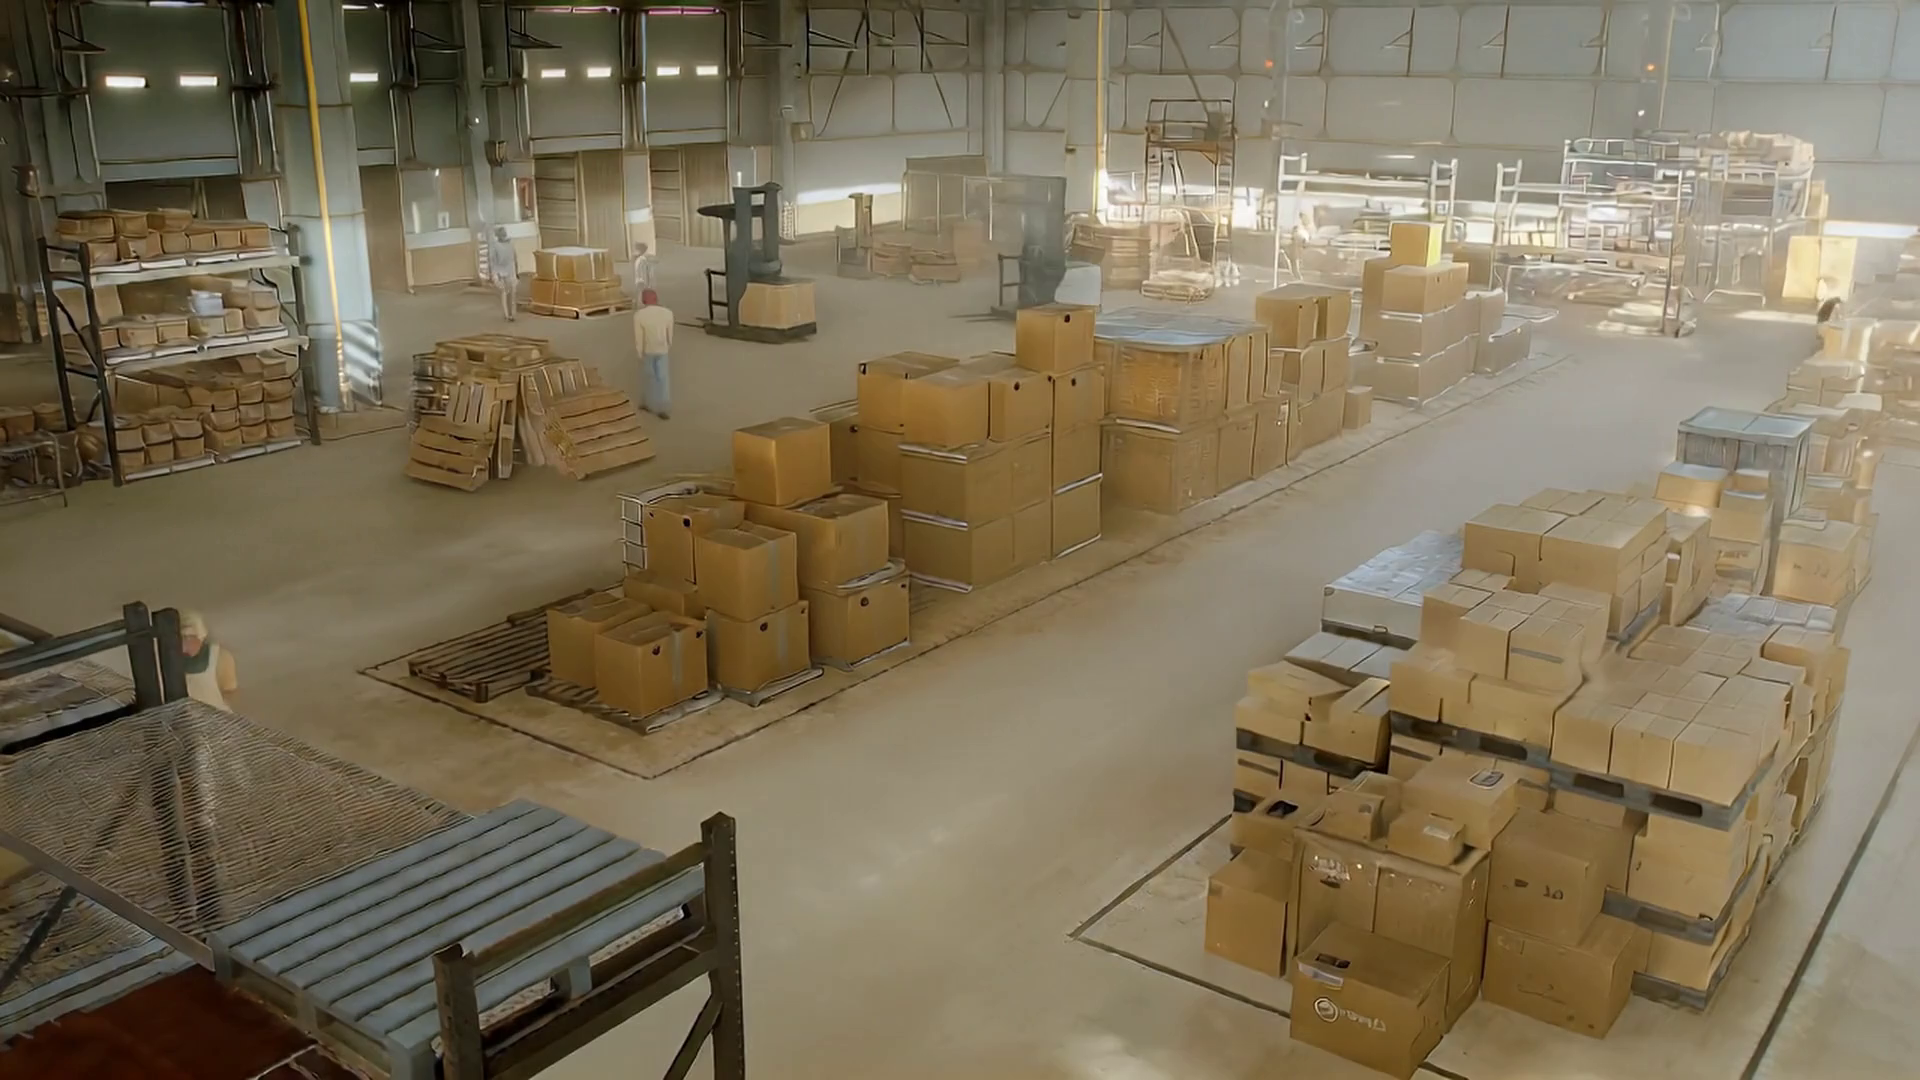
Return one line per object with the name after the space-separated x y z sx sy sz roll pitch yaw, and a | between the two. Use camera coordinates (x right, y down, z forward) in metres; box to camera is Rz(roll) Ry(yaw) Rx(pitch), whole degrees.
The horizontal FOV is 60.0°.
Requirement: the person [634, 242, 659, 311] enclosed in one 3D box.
-6.160 -5.053 32.645 0.550 1.615 0.526 -8 19 -25 | person

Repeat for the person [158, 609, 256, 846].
-5.128 1.293 11.372 0.528 1.805 0.987 -2 17 -6 | person

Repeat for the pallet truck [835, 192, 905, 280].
-1.936 -7.159 38.982 1.885 1.965 0.823 -12 21 -34 | pallet truck

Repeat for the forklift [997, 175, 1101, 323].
1.786 -5.780 32.912 1.873 2.768 1.129 -7 18 -21 | forklift

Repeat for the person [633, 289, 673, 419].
-4.563 -2.782 24.669 0.629 1.886 0.990 -8 19 -26 | person

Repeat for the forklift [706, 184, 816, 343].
-3.717 -5.181 30.929 1.873 2.768 1.129 12 21 35 | forklift

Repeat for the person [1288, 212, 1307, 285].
7.085 -5.890 34.881 0.371 1.941 0.627 6 18 20 | person

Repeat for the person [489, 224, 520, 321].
-8.993 -5.285 32.909 0.566 1.916 0.441 -10 20 -30 | person

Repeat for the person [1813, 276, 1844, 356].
13.445 -3.133 25.833 0.432 1.931 0.598 1 17 4 | person
